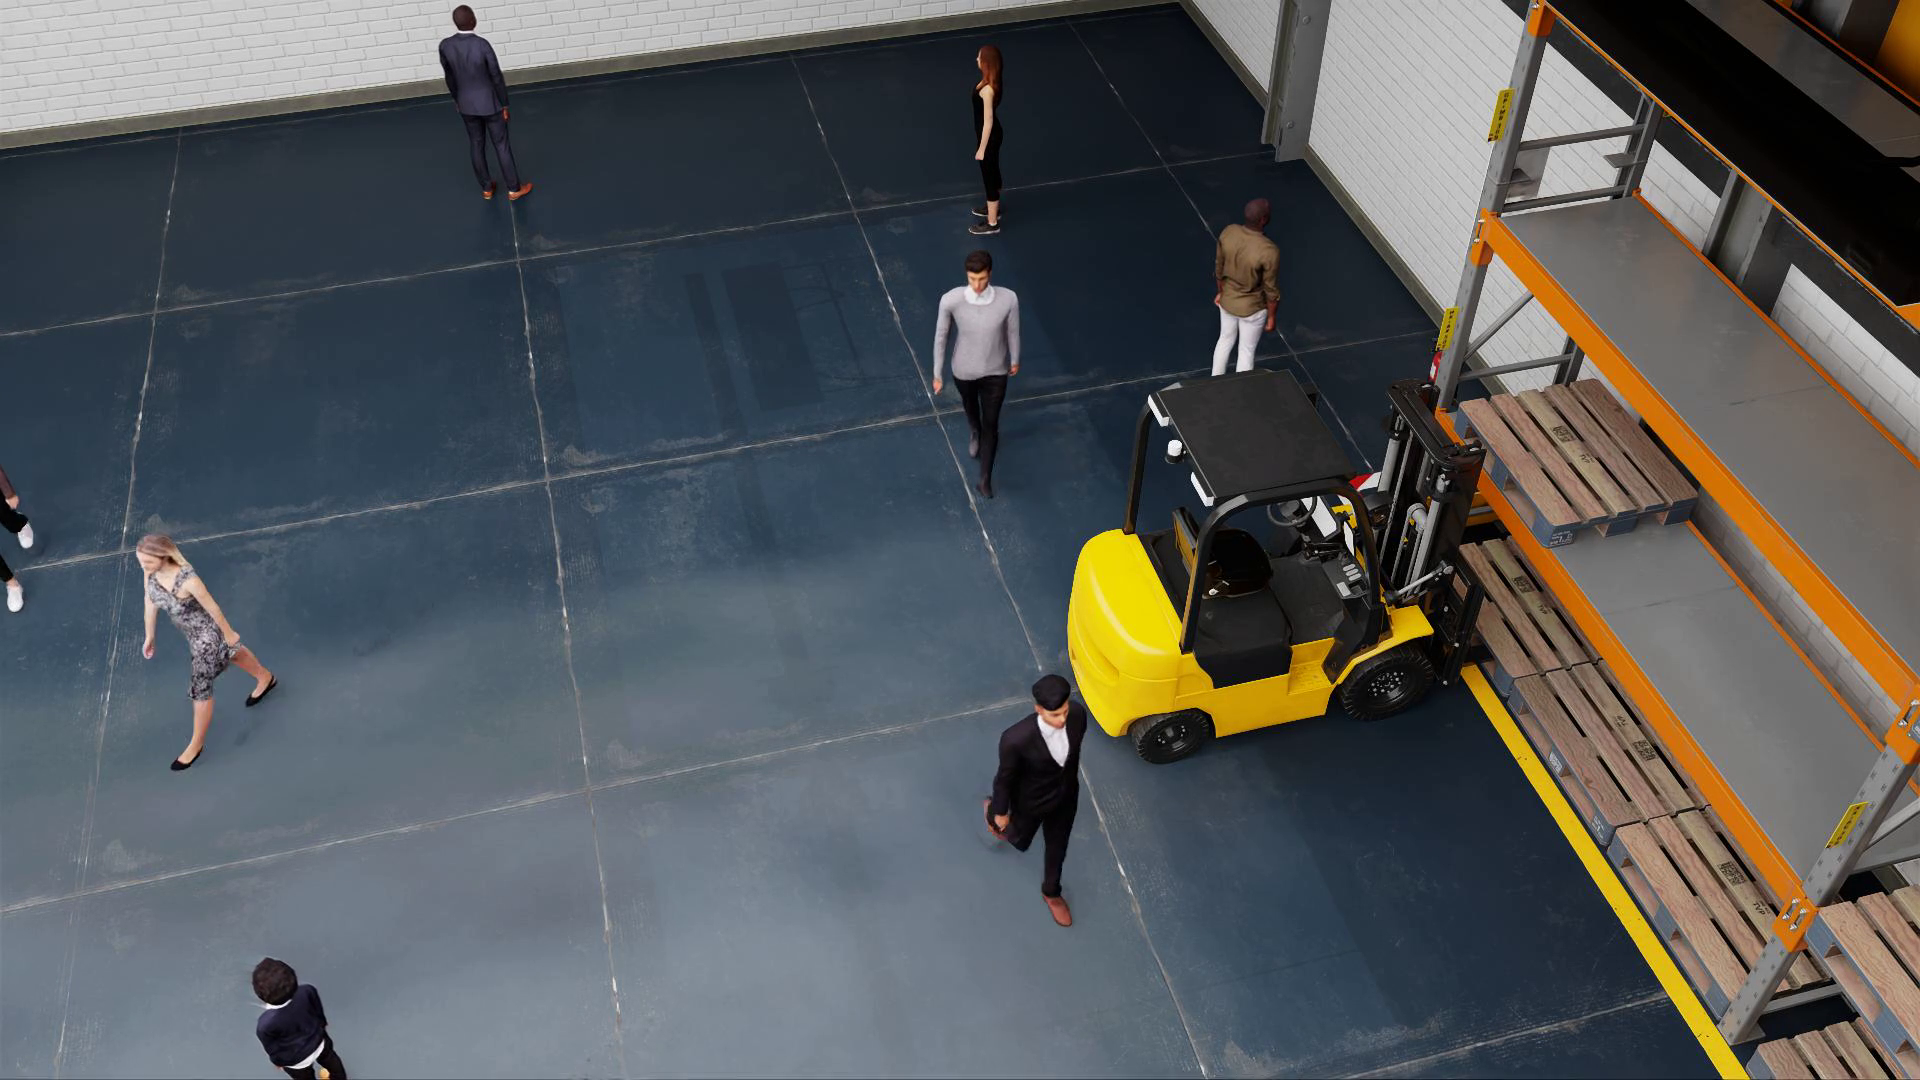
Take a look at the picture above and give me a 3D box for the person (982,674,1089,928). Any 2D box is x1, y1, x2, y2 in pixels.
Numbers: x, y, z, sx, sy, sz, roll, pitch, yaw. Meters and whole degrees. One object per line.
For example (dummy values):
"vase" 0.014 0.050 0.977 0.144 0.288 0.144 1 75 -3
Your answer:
"person" 0.408 1.334 9.192 0.895 1.862 1.160 -23 48 -22

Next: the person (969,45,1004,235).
"person" 0.256 -3.458 14.320 0.694 1.726 0.567 5 44 6

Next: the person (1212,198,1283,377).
"person" 2.128 -1.763 12.468 0.728 1.825 0.868 34 53 30

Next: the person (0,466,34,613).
"person" -6.535 -0.355 11.096 0.685 1.680 1.015 -15 46 -16

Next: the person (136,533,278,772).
"person" -4.574 0.508 10.210 1.084 1.652 1.115 24 49 23

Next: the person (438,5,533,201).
"person" -4.212 -3.834 14.644 0.781 1.823 0.774 8 44 9

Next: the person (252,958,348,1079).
"person" -3.333 2.522 8.406 0.639 1.225 0.584 24 49 23

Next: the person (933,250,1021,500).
"person" 0.141 -1.296 11.946 1.030 1.870 1.307 3 44 3
